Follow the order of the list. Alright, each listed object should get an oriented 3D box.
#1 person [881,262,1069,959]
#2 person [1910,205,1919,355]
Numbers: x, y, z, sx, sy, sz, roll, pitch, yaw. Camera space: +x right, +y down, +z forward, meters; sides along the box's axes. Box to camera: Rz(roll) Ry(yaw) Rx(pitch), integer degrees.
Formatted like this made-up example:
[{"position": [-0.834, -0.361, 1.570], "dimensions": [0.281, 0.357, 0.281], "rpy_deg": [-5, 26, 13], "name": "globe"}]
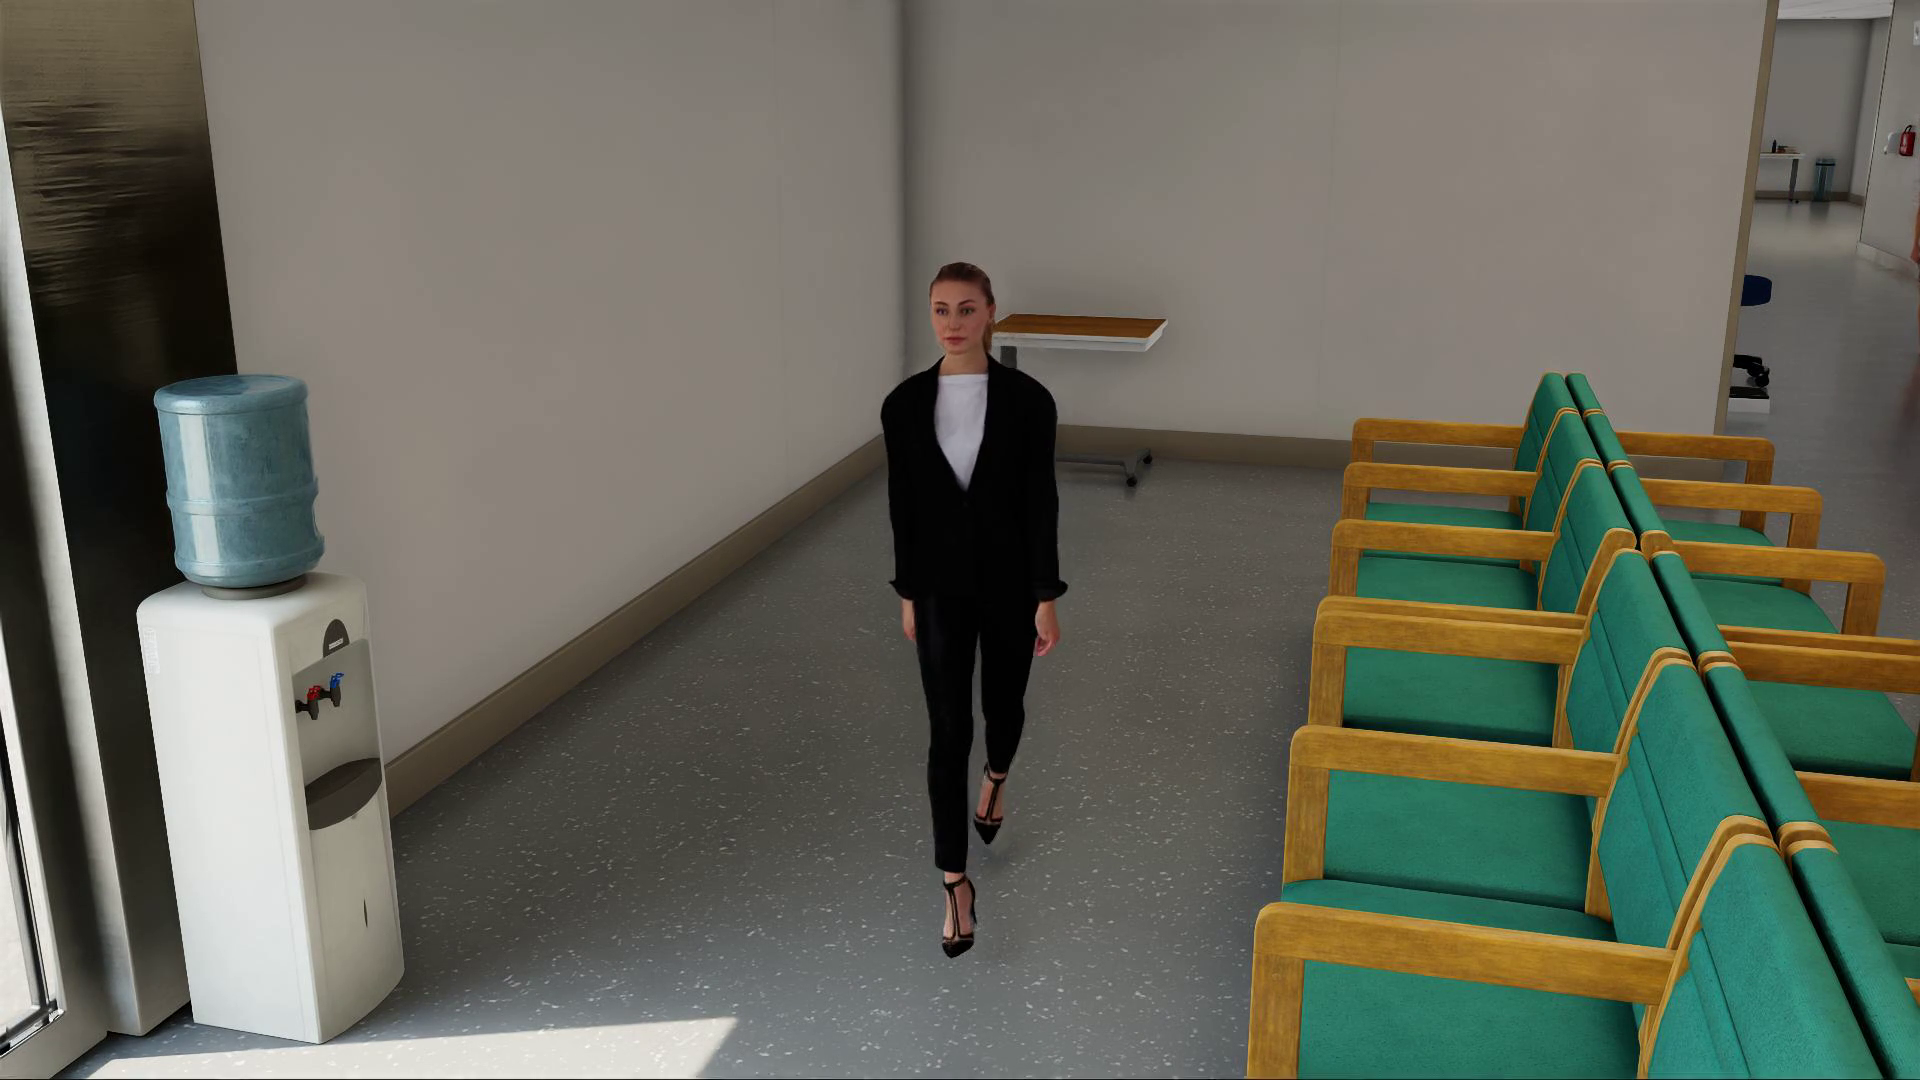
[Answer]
[{"position": [0.062, 0.149, 4.288], "dimensions": [1.053, 1.667, 0.827], "rpy_deg": [1, 16, 4], "name": "person"}, {"position": [7.493, -2.258, 12.615], "dimensions": [1.005, 1.782, 0.811], "rpy_deg": [6, 17, 20], "name": "person"}]
